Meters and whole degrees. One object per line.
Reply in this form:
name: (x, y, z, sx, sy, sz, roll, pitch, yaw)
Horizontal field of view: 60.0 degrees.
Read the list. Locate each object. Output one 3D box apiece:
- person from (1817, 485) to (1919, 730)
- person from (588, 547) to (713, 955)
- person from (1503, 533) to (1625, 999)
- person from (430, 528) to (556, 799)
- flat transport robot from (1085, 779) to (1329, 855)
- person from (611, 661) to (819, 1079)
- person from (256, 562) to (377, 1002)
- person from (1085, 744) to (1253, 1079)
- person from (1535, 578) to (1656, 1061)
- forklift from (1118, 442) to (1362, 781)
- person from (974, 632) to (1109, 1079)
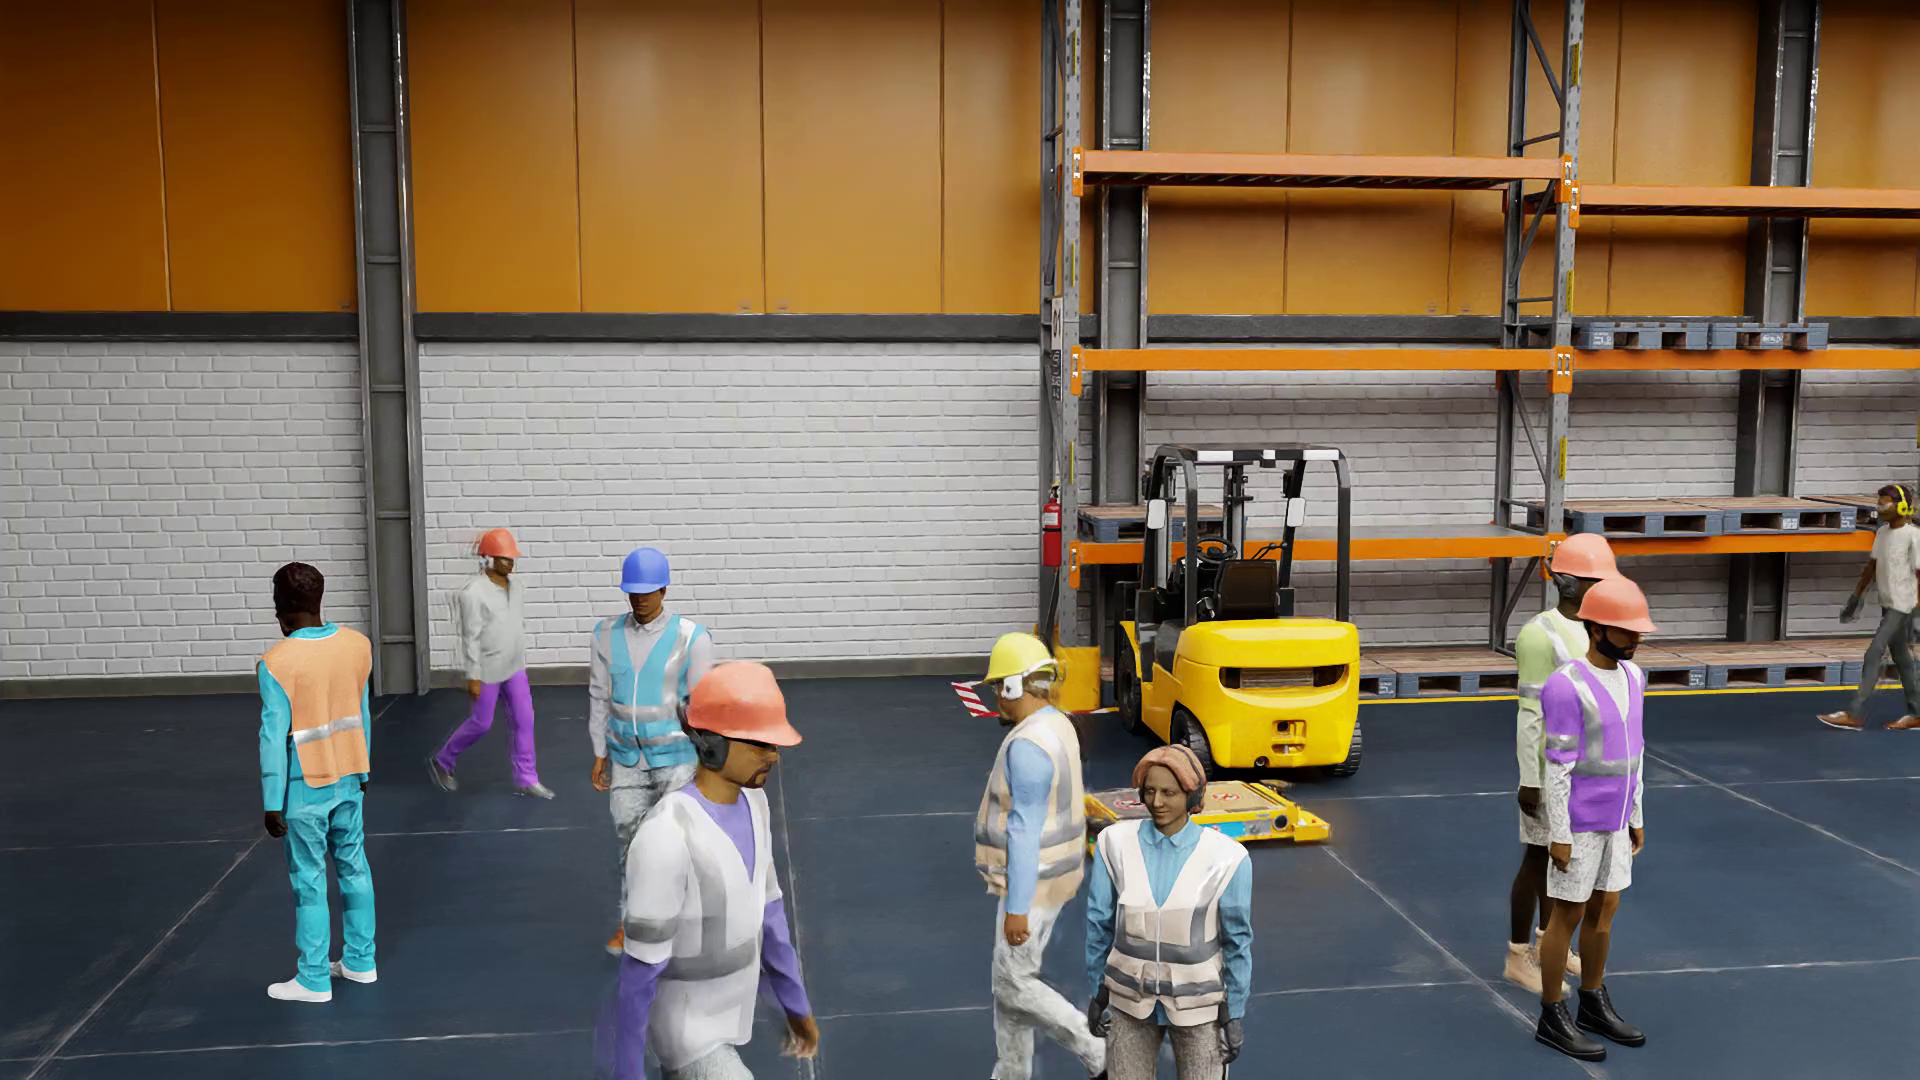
person: (6.766, 0.509, 12.278, 0.914, 1.830, 0.511, 1, 7, 5)
person: (-1.421, 0.987, 7.682, 0.618, 1.935, 0.431, 2, 7, 16)
person: (2.668, 0.980, 7.291, 0.612, 2.034, 0.414, -5, 9, -40)
person: (-2.968, 0.772, 10.459, 0.784, 1.726, 0.574, 3, 7, 24)
flat transport robot: (1.329, 1.588, 9.595, 1.431, 0.197, 0.652, -2, 7, -15)
person: (-0.580, 1.316, 4.519, 1.066, 1.983, 0.620, 2, 7, 14)
person: (-2.782, 1.047, 7.230, 0.401, 1.911, 0.590, 3, 7, 24)
person: (0.630, 1.427, 5.070, 0.514, 1.641, 0.308, 2, 7, 20)
person: (2.559, 1.104, 6.649, 0.544, 1.930, 0.389, -4, 8, -33)
forklift: (1.912, 0.418, 11.496, 1.214, 2.155, 2.313, -1, 7, -8)
person: (0.314, 1.240, 6.054, 0.602, 1.790, 0.631, 1, 7, 10)
